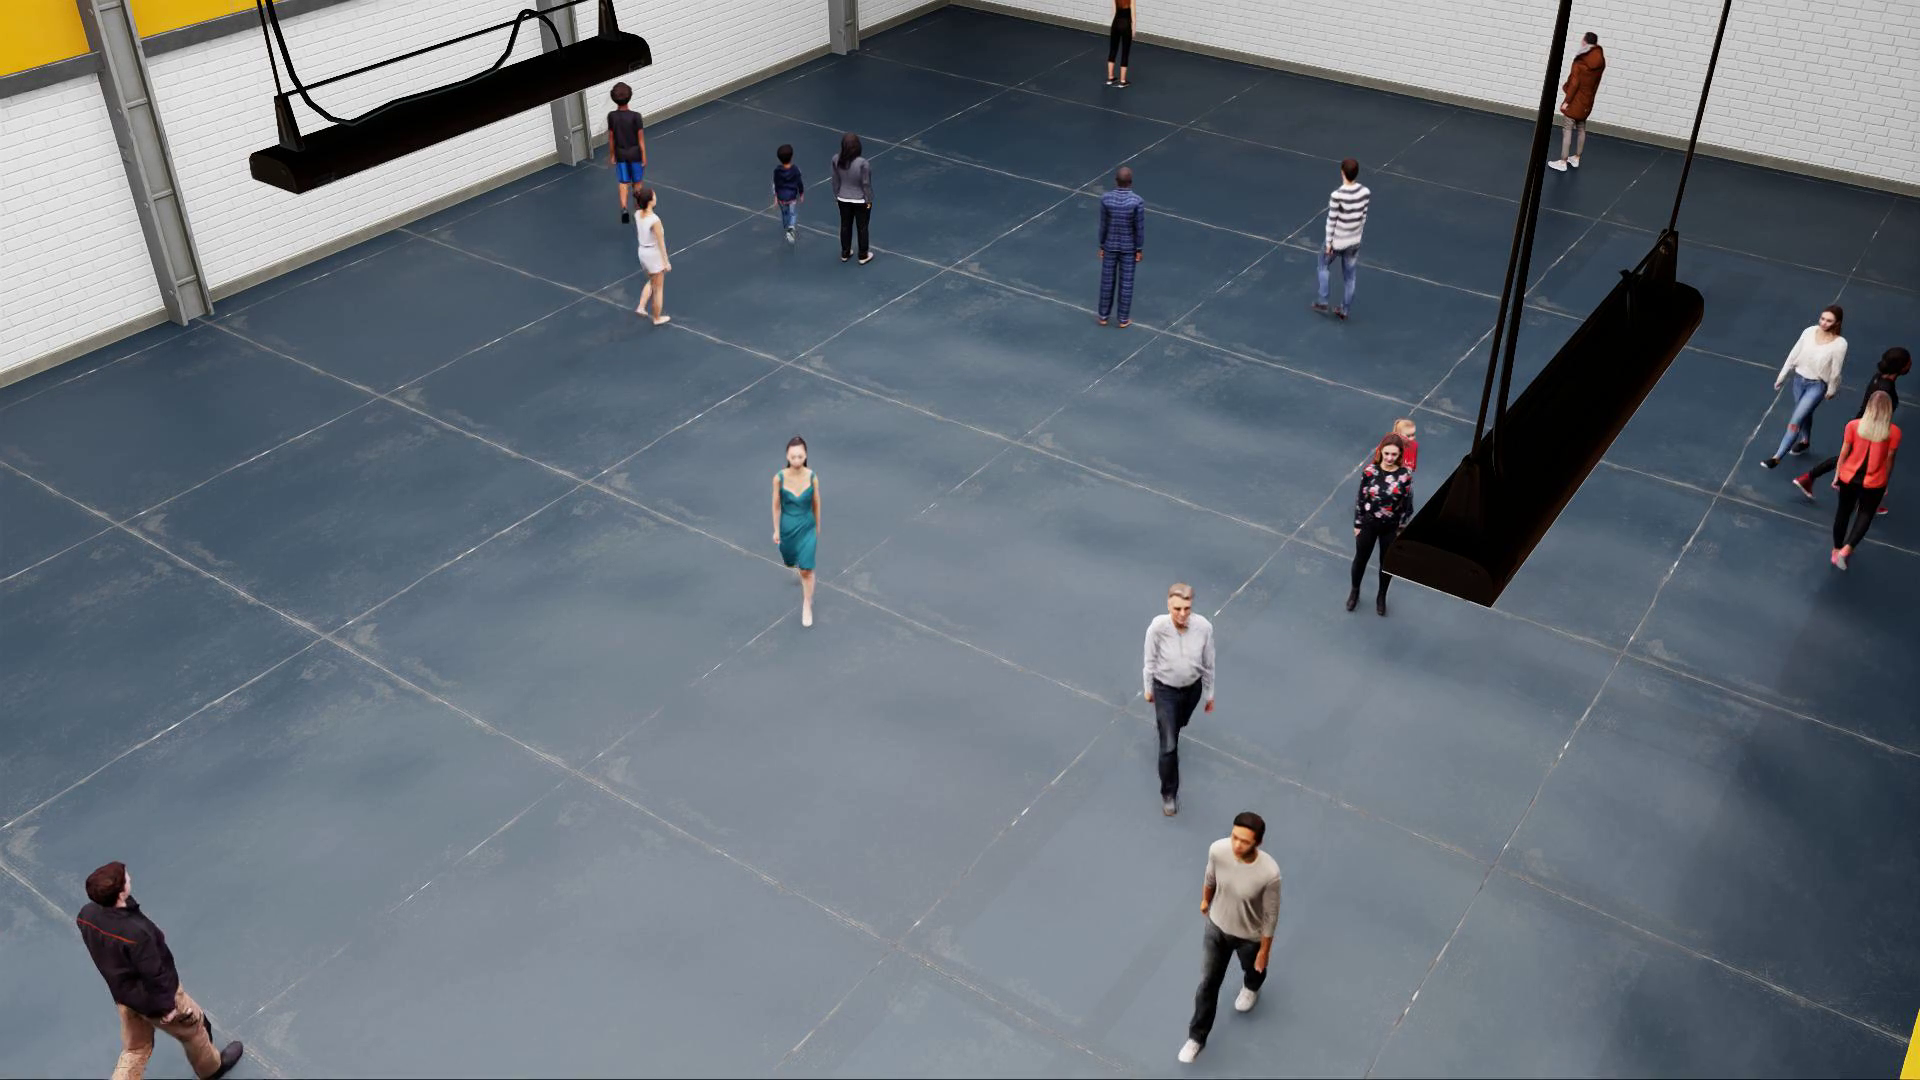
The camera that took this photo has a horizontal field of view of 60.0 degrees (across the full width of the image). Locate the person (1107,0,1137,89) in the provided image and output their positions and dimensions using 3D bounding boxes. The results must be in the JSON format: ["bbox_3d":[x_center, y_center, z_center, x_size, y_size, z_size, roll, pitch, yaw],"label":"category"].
[{"bbox_3d":[2.450,-7.764,25.236,0.545,1.724,0.504,21,39,28],"label":"person"}]

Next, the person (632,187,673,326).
[{"bbox_3d":[-3.454,-3.086,18.312,0.652,1.598,0.611,-28,43,-35],"label":"person"}]

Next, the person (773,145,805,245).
[{"bbox_3d":[-2.121,-4.215,20.361,0.735,1.211,0.840,1,34,2],"label":"person"}]

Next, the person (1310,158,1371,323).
[{"bbox_3d":[4.295,-3.274,18.384,0.825,1.831,0.888,-7,34,-10],"label":"person"}]

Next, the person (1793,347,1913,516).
[{"bbox_3d":[8.162,-0.993,15.124,0.913,1.641,1.092,9,35,13],"label":"person"}]

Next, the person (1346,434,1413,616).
[{"bbox_3d":[3.489,-0.144,13.808,0.638,1.684,0.631,7,34,10],"label":"person"}]

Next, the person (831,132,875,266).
[{"bbox_3d":[-1.262,-4.069,19.796,0.705,1.593,0.697,15,36,21],"label":"person"}]

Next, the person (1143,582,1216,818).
[{"bbox_3d":[1.564,1.010,11.984,1.148,1.782,1.255,-4,34,-5],"label":"person"}]

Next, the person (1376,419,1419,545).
[{"bbox_3d":[3.838,-0.516,14.739,0.563,1.273,0.647,-16,37,-23],"label":"person"}]

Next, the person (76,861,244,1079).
[{"bbox_3d":[-4.697,2.625,9.444,0.903,1.903,1.236,11,35,16],"label":"person"}]

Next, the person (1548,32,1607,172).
[{"bbox_3d":[8.309,-5.881,22.298,0.801,1.841,0.894,-16,37,-23],"label":"person"}]

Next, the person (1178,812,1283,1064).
[{"bbox_3d":[1.735,2.288,10.073,0.699,1.768,1.129,20,38,27],"label":"person"}]

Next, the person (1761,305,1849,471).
[{"bbox_3d":[8.137,-1.479,15.853,1.171,1.643,0.938,-17,37,-24],"label":"person"}]

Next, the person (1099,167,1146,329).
[{"bbox_3d":[1.759,-3.232,18.330,0.731,1.820,0.700,10,35,15],"label":"person"}]

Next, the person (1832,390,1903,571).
[{"bbox_3d":[7.715,-0.461,14.295,0.616,1.672,0.839,23,40,31],"label":"person"}]

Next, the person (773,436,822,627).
[{"bbox_3d":[-1.352,-0.118,13.786,0.895,1.665,1.018,-2,34,-3],"label":"person"}]

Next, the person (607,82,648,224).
[{"bbox_3d":[-4.124,-4.753,20.653,0.895,1.784,1.024,0,34,1],"label":"person"}]
